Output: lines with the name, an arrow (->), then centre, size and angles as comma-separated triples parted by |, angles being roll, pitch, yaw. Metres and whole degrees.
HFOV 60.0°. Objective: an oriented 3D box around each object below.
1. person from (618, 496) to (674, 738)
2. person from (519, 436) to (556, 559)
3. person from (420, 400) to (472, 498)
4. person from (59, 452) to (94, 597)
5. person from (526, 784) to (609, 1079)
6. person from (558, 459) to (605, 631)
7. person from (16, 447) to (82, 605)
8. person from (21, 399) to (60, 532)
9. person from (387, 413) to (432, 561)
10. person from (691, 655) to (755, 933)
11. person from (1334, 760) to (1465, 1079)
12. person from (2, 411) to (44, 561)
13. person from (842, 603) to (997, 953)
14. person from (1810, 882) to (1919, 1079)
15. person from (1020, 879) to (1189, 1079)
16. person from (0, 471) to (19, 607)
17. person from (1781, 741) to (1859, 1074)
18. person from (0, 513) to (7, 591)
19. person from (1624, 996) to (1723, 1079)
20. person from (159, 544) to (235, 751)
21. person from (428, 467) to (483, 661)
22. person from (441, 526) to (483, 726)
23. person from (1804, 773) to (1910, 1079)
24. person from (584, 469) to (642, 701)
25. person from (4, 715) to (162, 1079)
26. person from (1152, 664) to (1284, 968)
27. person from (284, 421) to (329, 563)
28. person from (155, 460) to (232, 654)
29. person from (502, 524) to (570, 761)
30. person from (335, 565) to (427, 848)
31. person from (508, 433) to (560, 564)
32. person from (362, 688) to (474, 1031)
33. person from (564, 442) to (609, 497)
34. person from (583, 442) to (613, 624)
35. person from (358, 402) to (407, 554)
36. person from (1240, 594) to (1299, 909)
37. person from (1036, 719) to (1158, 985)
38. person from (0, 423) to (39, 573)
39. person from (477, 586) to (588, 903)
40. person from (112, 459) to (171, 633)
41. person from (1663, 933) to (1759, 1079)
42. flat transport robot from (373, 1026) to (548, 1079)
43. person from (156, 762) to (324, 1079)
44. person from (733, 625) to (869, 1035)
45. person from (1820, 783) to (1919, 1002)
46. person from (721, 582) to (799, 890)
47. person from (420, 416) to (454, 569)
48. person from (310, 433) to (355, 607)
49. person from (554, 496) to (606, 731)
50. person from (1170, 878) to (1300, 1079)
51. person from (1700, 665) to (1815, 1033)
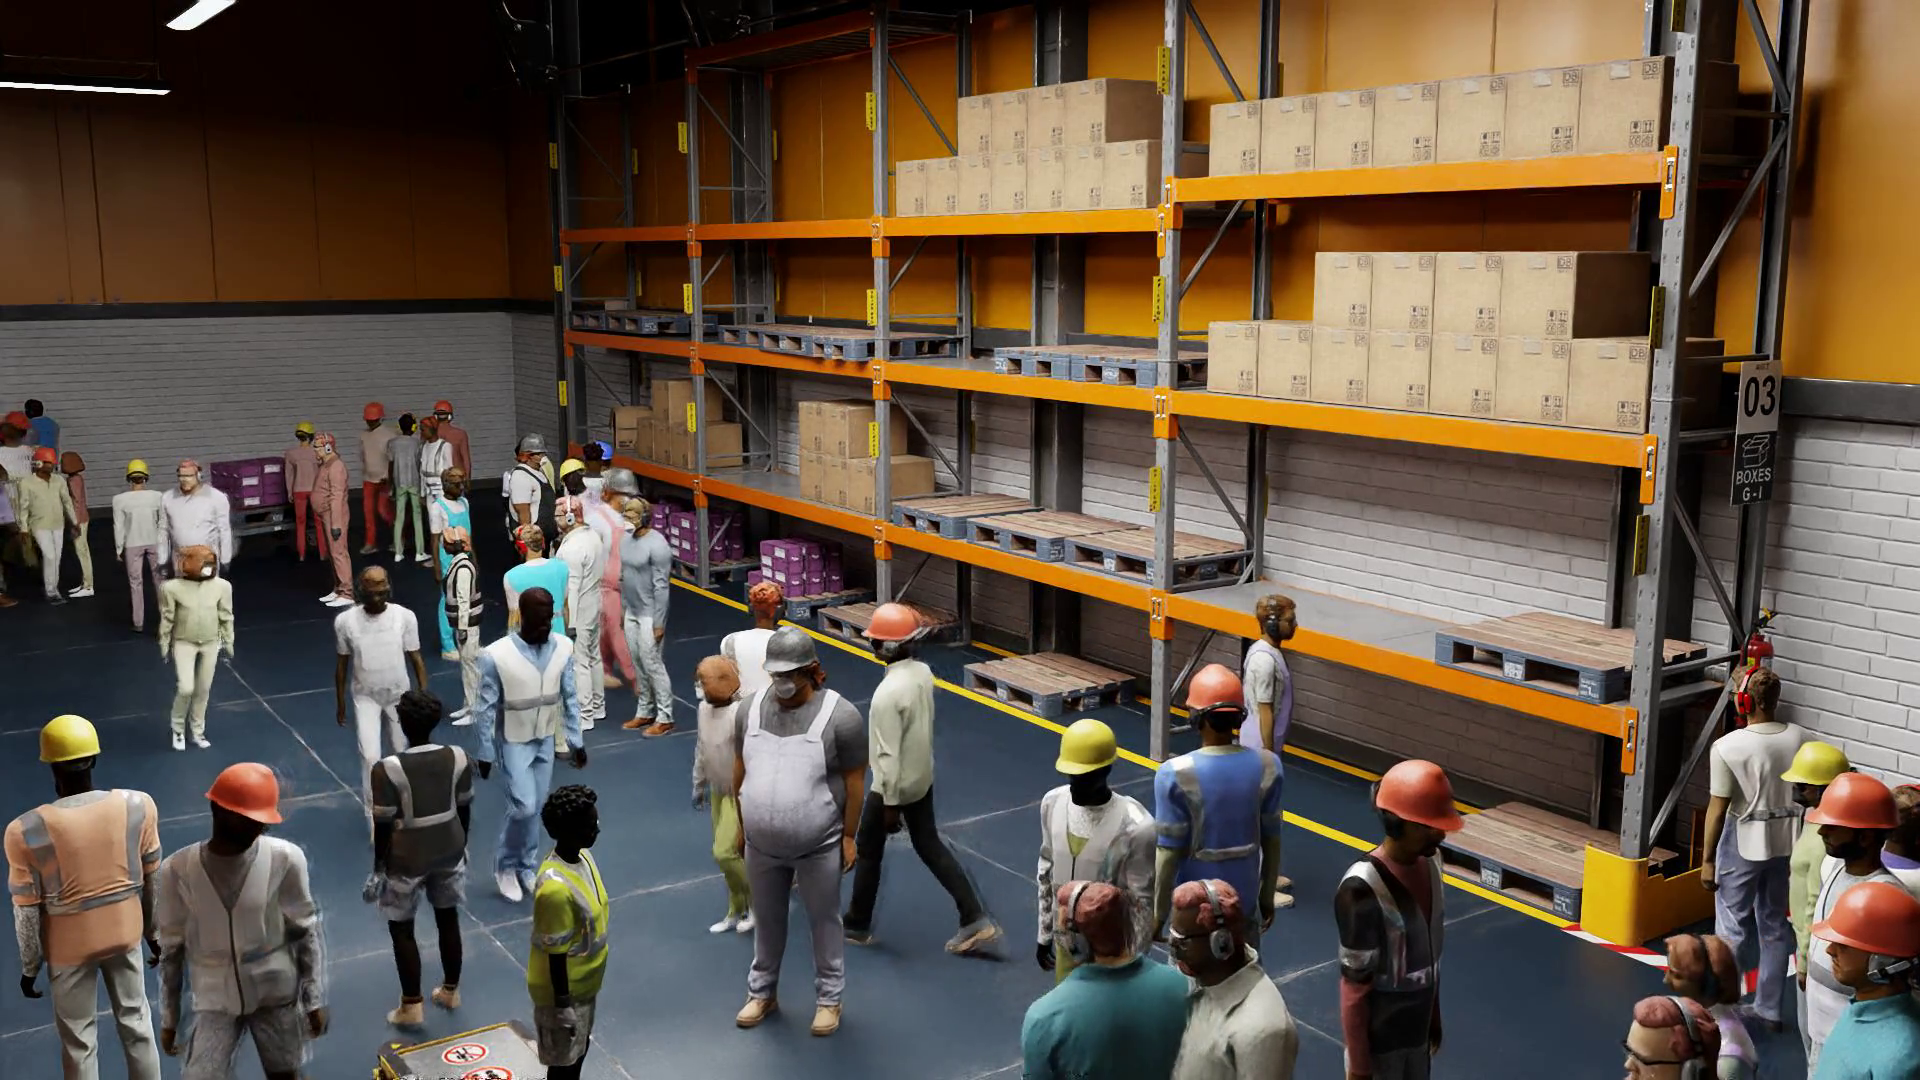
person -> -2.498, 0.602, 13.225 | 0.376, 1.930, 0.630 | -8, 13, -40
person -> -4.709, -0.246, 18.486 | 0.430, 1.837, 0.629 | 1, 10, 5
person -> -6.519, -0.780, 21.153 | 0.608, 1.987, 0.388 | -2, 10, -10
person -> -9.919, -0.180, 18.660 | 0.280, 1.636, 0.501 | -5, 11, -26
person -> -1.590, 1.815, 6.801 | 0.321, 1.689, 0.530 | 0, 10, 2
person -> -3.529, 0.167, 15.954 | 0.379, 1.875, 0.720 | -9, 13, -44
person -> -9.890, -0.148, 18.203 | 0.665, 1.719, 0.588 | 4, 10, 23
person -> -12.775, -1.033, 23.064 | 0.429, 1.846, 0.625 | 3, 10, 15
person -> -6.896, -0.656, 20.839 | 0.533, 1.857, 0.366 | 0, 10, -2
person -> -1.299, 1.431, 9.254 | 0.360, 1.614, 0.546 | -8, 12, -38
person -> 1.595, 1.774, 6.045 | 0.411, 2.032, 0.611 | 9, 13, 42
person -> -11.618, -0.658, 20.694 | 0.506, 1.899, 0.570 | -6, 11, -30
person -> -0.272, 1.301, 9.028 | 0.991, 1.960, 0.623 | 5, 11, 25
person -> 2.673, 1.976, 4.951 | 0.377, 1.995, 0.608 | 4, 10, 20
person -> 0.478, 1.998, 5.265 | 0.648, 1.859, 0.772 | -3, 10, -15
person -> -10.591, -0.207, 18.021 | 0.809, 1.922, 0.466 | 6, 12, 34
person -> 3.661, 1.722, 7.143 | 0.341, 1.761, 0.526 | 6, 11, 31
person -> -10.878, -0.176, 18.390 | 0.604, 1.718, 0.650 | -3, 10, -17
person -> 1.883, 2.119, 4.429 | 0.400, 1.898, 0.650 | -2, 10, -11
person -> -5.875, 0.825, 12.833 | 0.520, 1.606, 0.394 | -8, 13, -41
person -> -4.775, 0.222, 15.711 | 0.347, 1.840, 0.508 | 4, 10, 20
person -> -4.046, 0.691, 13.565 | 0.314, 1.633, 0.518 | -4, 10, -21
person -> 3.255, 1.802, 6.146 | 0.362, 1.935, 0.553 | 2, 10, 9
person -> -2.899, 0.342, 14.409 | 1.014, 2.000, 0.697 | 6, 11, 30
person -> -3.632, 1.669, 6.952 | 0.364, 1.928, 0.587 | 9, 13, 44
person -> 1.107, 1.550, 7.316 | 0.614, 2.040, 0.390 | -3, 10, -18
person -> -8.113, -0.596, 20.724 | 0.534, 1.766, 0.317 | -1, 10, -7
person -> -7.315, 0.174, 15.866 | 0.653, 1.890, 0.534 | 0, 10, 1
person -> -3.134, 0.789, 12.379 | 0.390, 1.838, 0.564 | 7, 12, 36
person -> -3.736, 1.070, 10.778 | 0.564, 1.817, 0.763 | -4, 11, -24
person -> -4.306, -0.091, 16.950 | 0.535, 2.000, 0.681 | 0, 10, -2
person -> -2.661, 1.569, 8.222 | 0.334, 1.696, 0.574 | 9, 13, 42
person -> -3.656, -0.004, 16.705 | 0.598, 1.958, 0.379 | -2, 10, -14
person -> -3.595, -0.025, 16.838 | 0.398, 1.944, 0.617 | 2, 10, 12
person -> -7.423, -0.791, 21.271 | 0.641, 1.964, 0.571 | 4, 10, 21
person -> 1.836, 1.224, 9.804 | 0.376, 1.842, 0.535 | 1, 10, 7
person -> 0.551, 1.673, 6.957 | 0.587, 1.920, 0.396 | 9, 13, 42
person -> -11.499, -0.511, 20.093 | 0.846, 1.806, 0.569 | 3, 10, 18
person -> -2.536, 1.197, 9.814 | 0.464, 1.896, 0.604 | 7, 12, 37
person -> -8.288, 0.061, 16.865 | 0.535, 1.767, 0.316 | -7, 12, -37
person -> 2.500, 2.070, 5.558 | 0.804, 1.595, 0.516 | 0, 10, 2
flat transport robot -> -2.010, 2.453, 7.204 | 0.652, 0.197, 1.431 | -7, 12, -35
person -> -2.786, 1.786, 6.440 | 0.605, 1.874, 0.730 | -3, 10, -18
person -> -0.813, 1.412, 8.127 | 0.682, 2.000, 0.536 | 3, 10, 16
person -> 3.502, 1.822, 6.303 | 0.373, 1.840, 0.570 | -6, 11, -30
person -> -1.150, 1.180, 9.971 | 0.571, 1.878, 0.339 | 4, 10, 20
person -> -6.396, -0.582, 20.329 | 0.582, 1.879, 0.369 | 7, 12, 37
person -> -6.874, -0.224, 18.170 | 0.401, 1.899, 0.636 | -5, 11, -27
person -> -3.090, 0.588, 13.398 | 0.400, 1.900, 0.648 | 1, 10, 5
person -> 0.786, 1.979, 5.238 | 0.403, 1.896, 0.654 | -3, 10, -16
person -> 3.860, 1.523, 8.085 | 0.561, 1.836, 0.395 | -3, 10, -16
